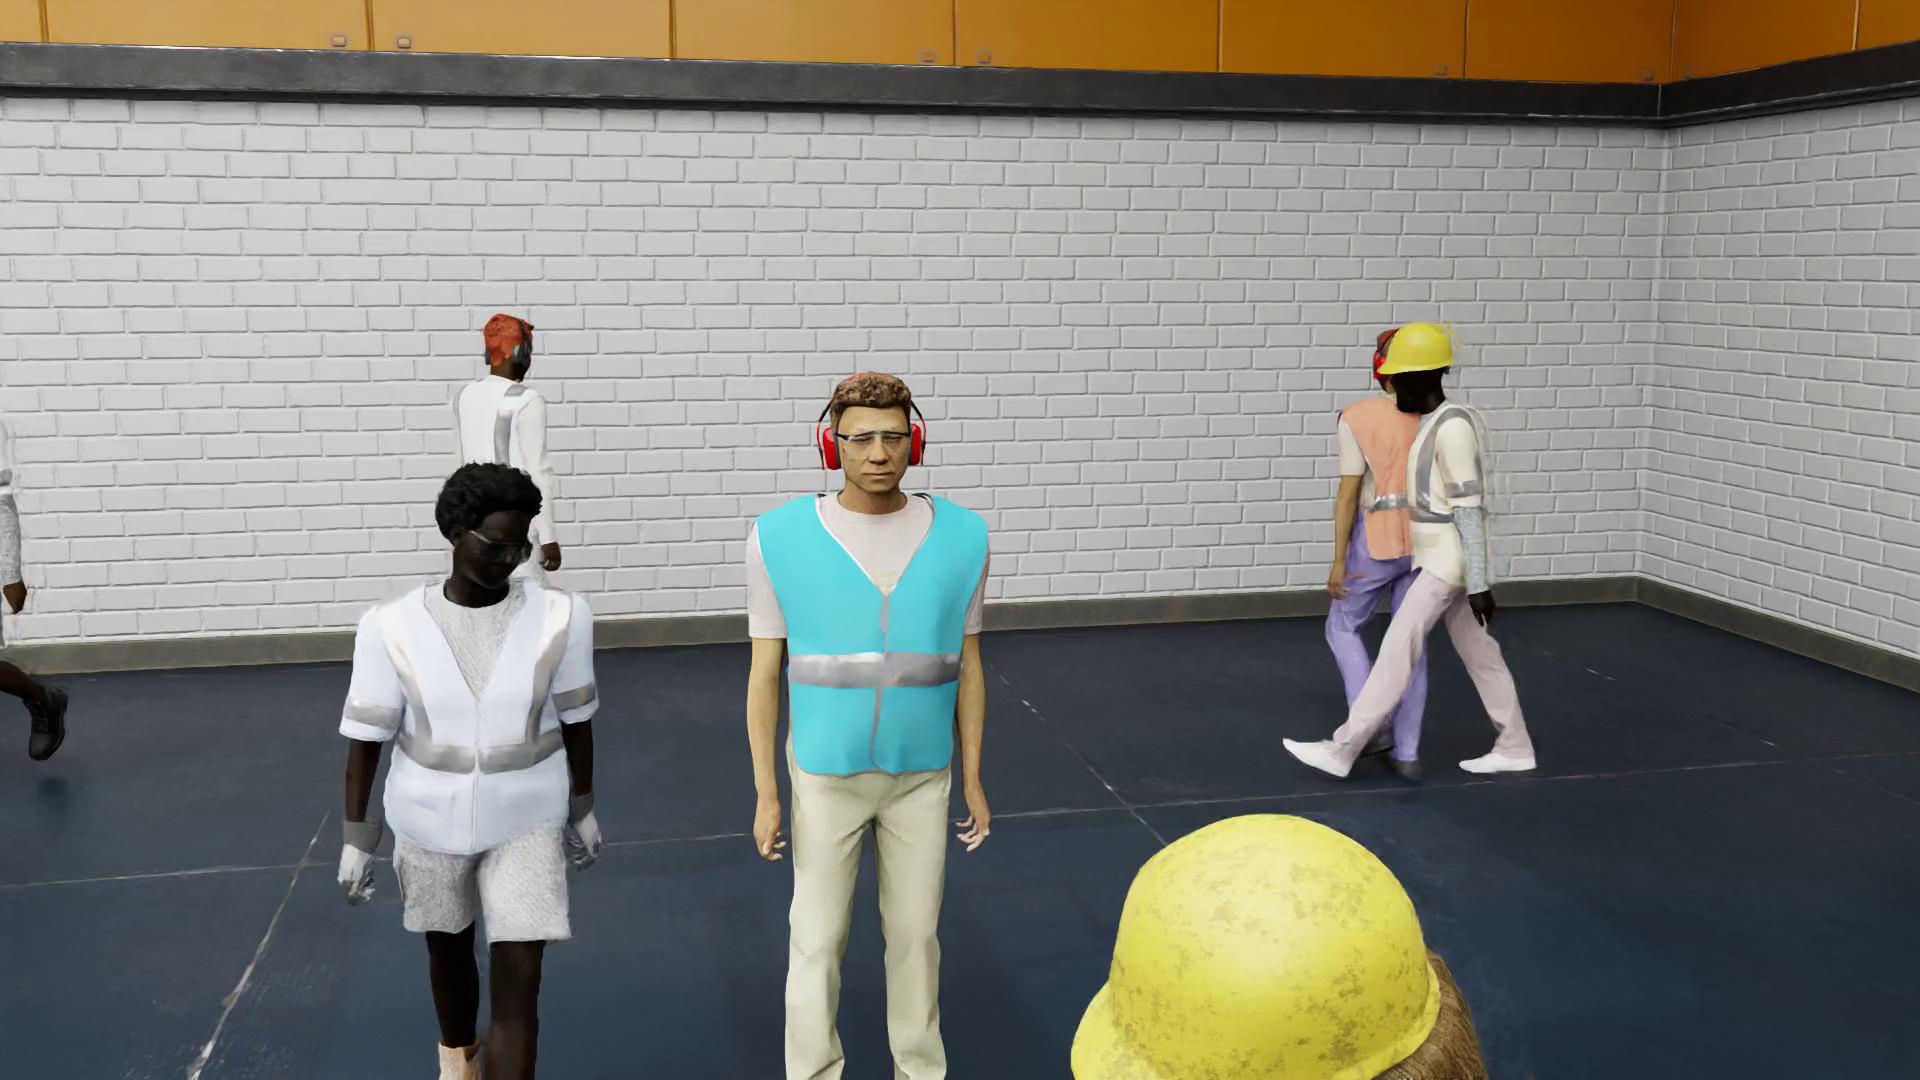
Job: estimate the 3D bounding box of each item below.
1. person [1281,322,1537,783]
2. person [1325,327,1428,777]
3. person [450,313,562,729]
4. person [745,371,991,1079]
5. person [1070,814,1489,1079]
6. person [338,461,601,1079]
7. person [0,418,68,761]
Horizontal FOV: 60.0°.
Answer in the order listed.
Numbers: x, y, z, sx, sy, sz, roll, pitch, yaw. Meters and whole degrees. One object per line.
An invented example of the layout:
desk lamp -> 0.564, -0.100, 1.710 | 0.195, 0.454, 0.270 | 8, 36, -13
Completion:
person -> 1.844, 0.073, 6.612 | 1.081, 1.849, 0.627 | 1, 9, 8
person -> 1.763, 0.059, 6.774 | 0.599, 1.825, 0.463 | -3, 10, -16
person -> -1.973, -0.058, 7.349 | 0.594, 1.875, 0.420 | 7, 12, 38
person -> -0.203, 0.536, 3.796 | 0.567, 1.847, 0.389 | -3, 10, -17
person -> 0.378, 1.009, 1.341 | 0.667, 1.699, 0.552 | 1, 9, 7
person -> -1.079, 0.649, 3.685 | 0.565, 1.640, 0.870 | -2, 10, -12
person -> -3.852, 0.076, 6.425 | 0.567, 1.909, 0.702 | 1, 9, 6
